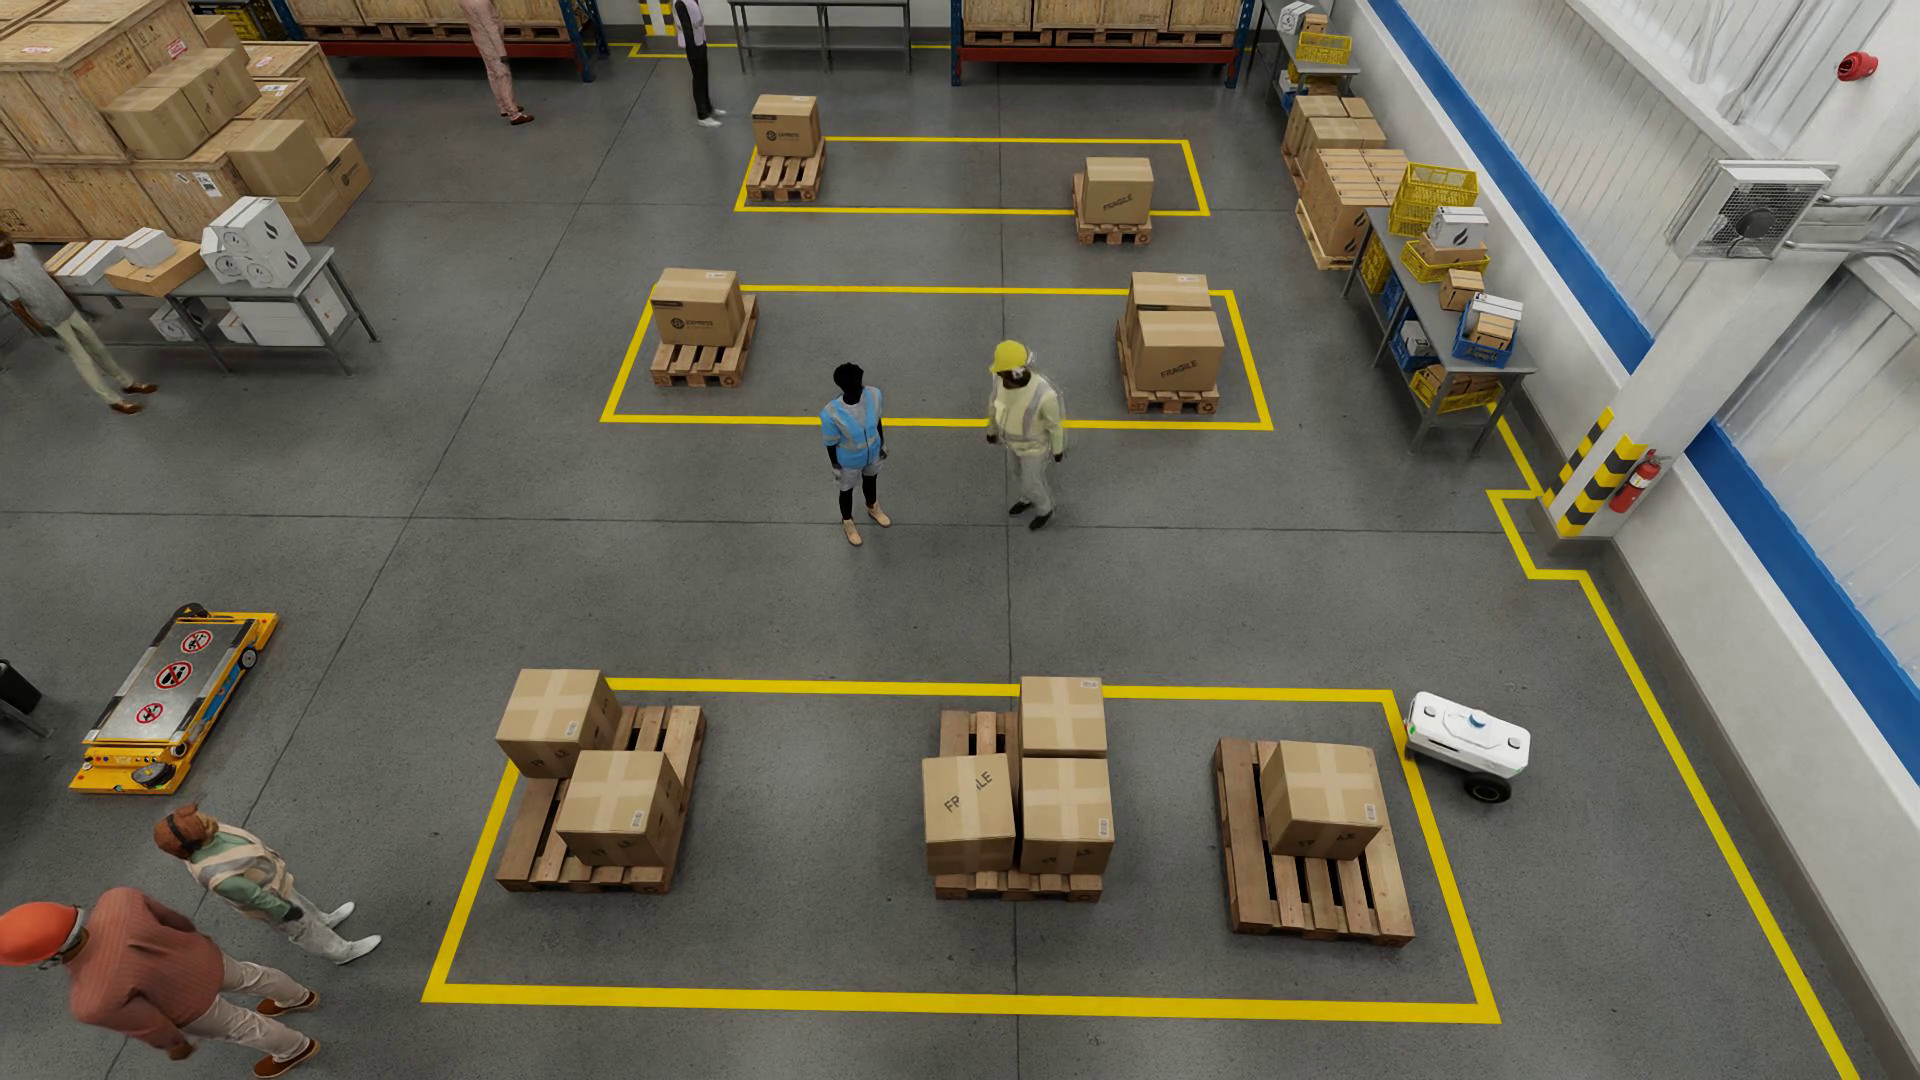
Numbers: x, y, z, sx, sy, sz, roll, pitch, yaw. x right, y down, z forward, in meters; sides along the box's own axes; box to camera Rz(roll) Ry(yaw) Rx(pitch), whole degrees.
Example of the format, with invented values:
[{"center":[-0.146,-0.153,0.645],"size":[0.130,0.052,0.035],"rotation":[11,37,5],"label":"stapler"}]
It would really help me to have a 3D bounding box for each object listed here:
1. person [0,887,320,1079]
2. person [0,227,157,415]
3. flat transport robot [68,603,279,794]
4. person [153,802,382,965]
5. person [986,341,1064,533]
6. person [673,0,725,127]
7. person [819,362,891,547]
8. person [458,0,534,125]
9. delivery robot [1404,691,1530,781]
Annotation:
[{"center":[-3.760,2.151,4.408],"size":[0.382,1.996,0.608],"rotation":[-15,51,-13],"label":"person"},{"center":[-7.777,-1.916,7.933],"size":[0.310,1.865,0.532],"rotation":[-1,50,-1],"label":"person"},{"center":[-5.504,1.072,6.442],"size":[0.652,0.197,1.431],"rotation":[1,50,1],"label":"flat transport robot"},{"center":[-3.701,1.850,4.891],"size":[0.515,1.641,0.314],"rotation":[35,58,26],"label":"person"},{"center":[0.468,-0.788,7.027],"size":[0.502,1.791,0.614],"rotation":[-34,58,-26],"label":"person"},{"center":[-3.350,-6.257,11.573],"size":[0.373,1.914,0.597],"rotation":[-1,50,0],"label":"person"},{"center":[-0.778,-0.655,6.975],"size":[0.534,1.697,0.318],"rotation":[-33,57,-25],"label":"person"},{"center":[-5.921,-6.297,11.623],"size":[0.396,1.899,0.644],"rotation":[-34,57,-25],"label":"person"},{"center":[3.315,1.280,6.022],"size":[0.707,0.478,0.477],"rotation":[21,53,17],"label":"delivery robot"}]
